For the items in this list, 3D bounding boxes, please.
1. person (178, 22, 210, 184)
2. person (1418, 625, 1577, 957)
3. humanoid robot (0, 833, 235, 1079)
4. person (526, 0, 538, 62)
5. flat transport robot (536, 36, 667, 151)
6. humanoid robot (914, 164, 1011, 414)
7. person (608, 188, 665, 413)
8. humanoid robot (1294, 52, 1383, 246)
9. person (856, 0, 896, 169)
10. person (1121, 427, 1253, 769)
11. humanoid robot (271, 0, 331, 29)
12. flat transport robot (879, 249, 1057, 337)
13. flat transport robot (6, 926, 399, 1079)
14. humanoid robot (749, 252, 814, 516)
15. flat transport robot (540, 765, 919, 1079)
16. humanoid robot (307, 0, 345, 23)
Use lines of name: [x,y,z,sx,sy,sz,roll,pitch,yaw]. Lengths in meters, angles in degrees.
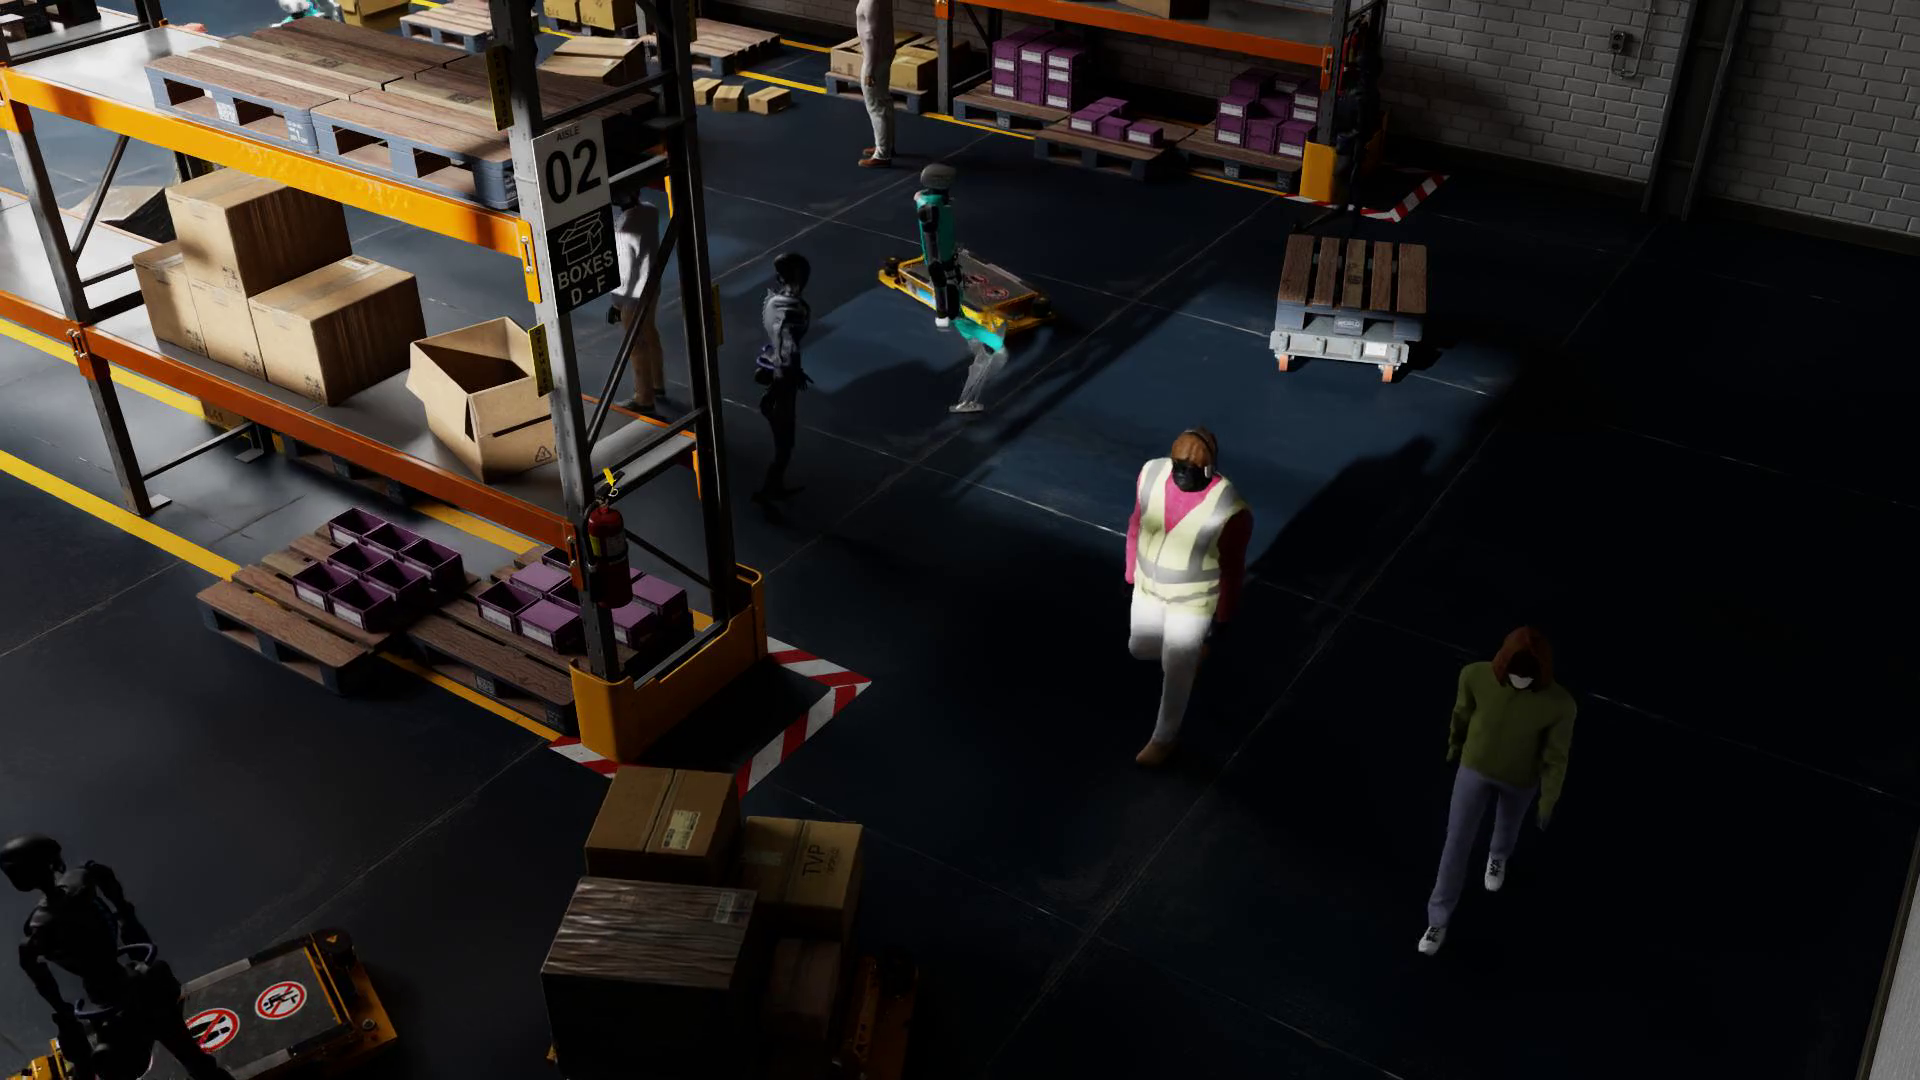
person: [-6.350,-3.471,13.892,0.869,1.705,0.593,1,33,1]
person: [2.303,1.020,7.098,0.503,1.578,0.879,15,36,22]
humanoid robot: [-3.010,1.707,6.002,0.710,1.619,0.612,1,33,2]
person: [-4.006,-4.420,15.140,0.431,1.944,0.484,0,33,1]
flat transport robot: [-3.464,-3.753,15.642,1.431,0.231,0.659,6,34,9]
humanoid robot: [0.083,-1.557,10.993,0.766,1.866,0.544,4,33,6]
person: [-2.167,-1.670,11.079,0.350,1.745,0.595,6,33,9]
humanoid robot: [3.102,-3.135,13.410,0.613,1.642,0.592,7,34,11]
person: [-0.763,-4.321,14.999,0.370,1.932,0.633,3,33,4]
person: [1.094,0.228,8.097,0.631,1.819,0.647,27,42,35]
humanoid robot: [-5.744,-3.867,14.515,0.744,1.812,0.533,23,39,31]
flat transport robot: [0.045,-1.927,12.834,0.659,0.231,1.431,-22,39,-30]
flat transport robot: [-3.070,2.085,6.669,1.431,0.231,0.659,-20,38,-28]
humanoid robot: [-1.080,-0.955,10.055,0.414,1.644,0.611,4,33,6]
flat transport robot: [-0.920,1.944,6.886,1.431,0.231,0.659,4,33,6]
humanoid robot: [-6.891,-5.956,17.707,0.979,1.757,0.580,16,36,22]
